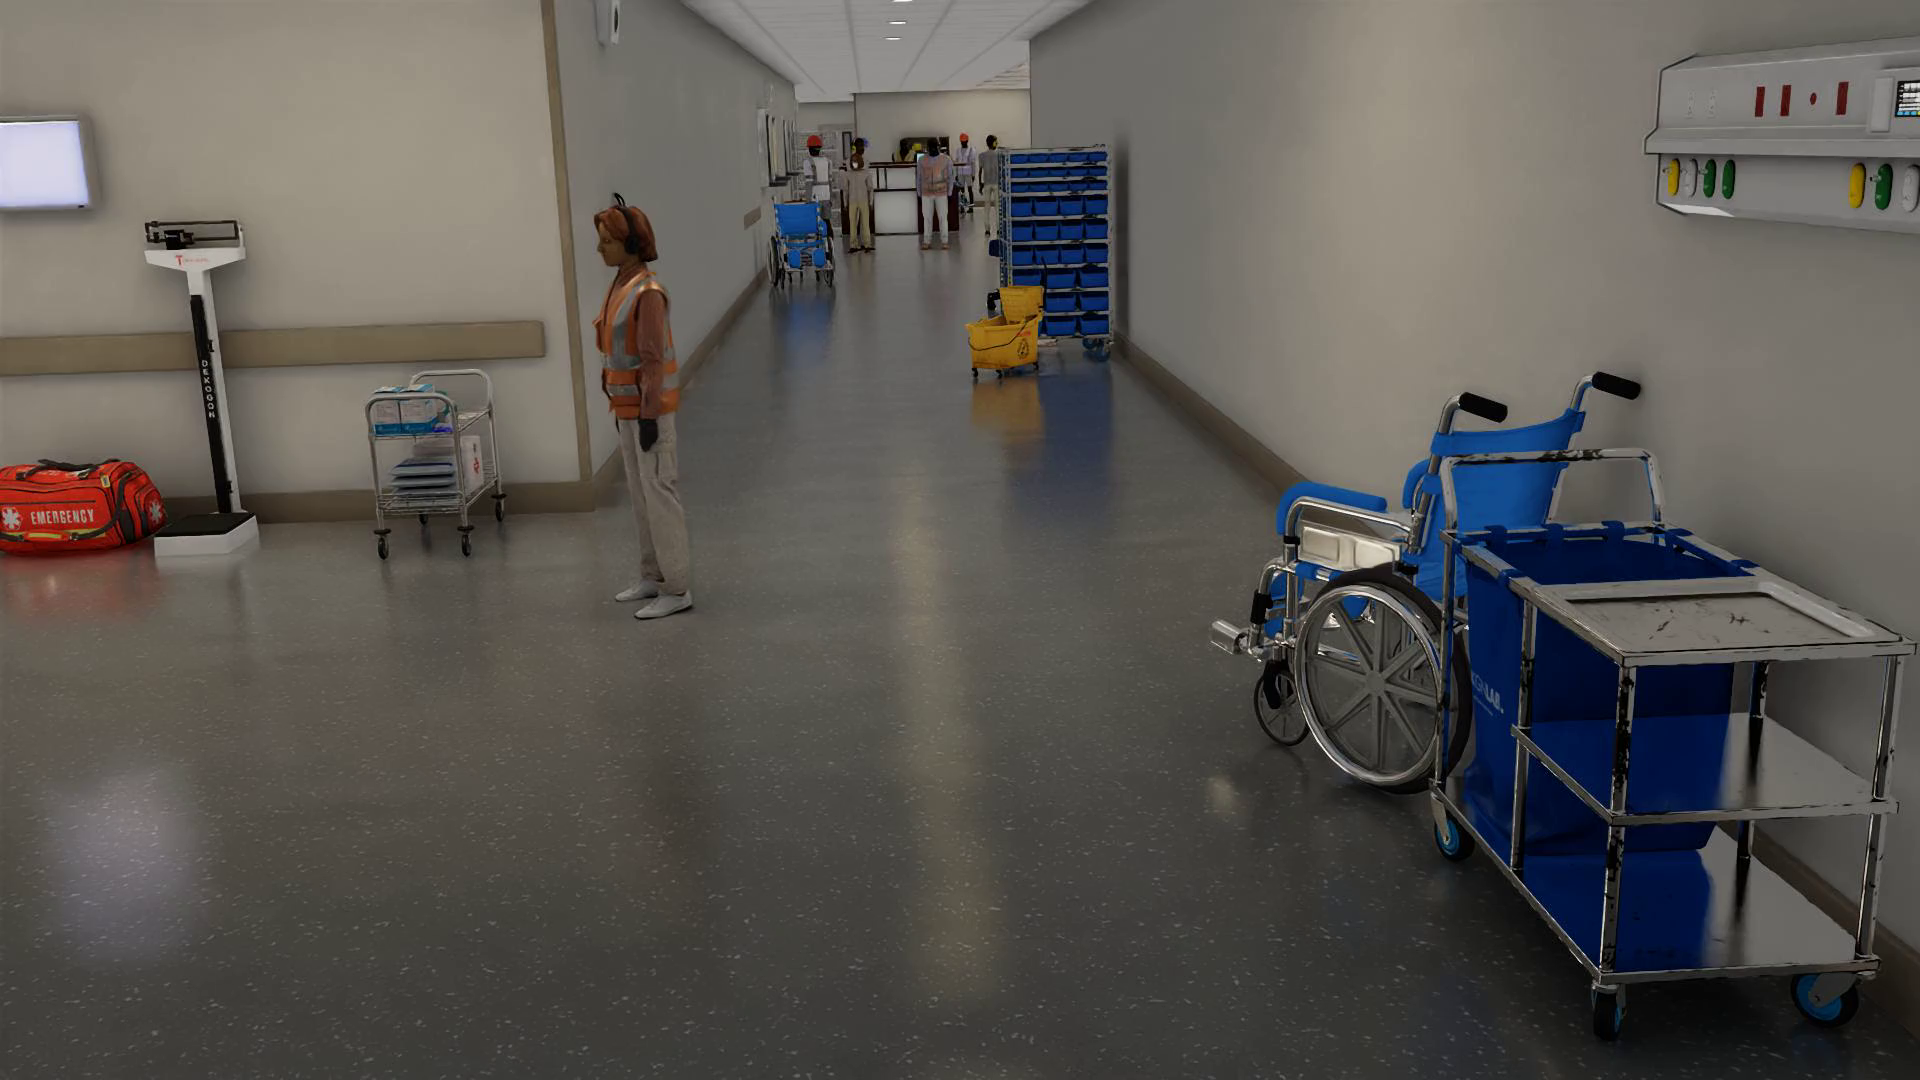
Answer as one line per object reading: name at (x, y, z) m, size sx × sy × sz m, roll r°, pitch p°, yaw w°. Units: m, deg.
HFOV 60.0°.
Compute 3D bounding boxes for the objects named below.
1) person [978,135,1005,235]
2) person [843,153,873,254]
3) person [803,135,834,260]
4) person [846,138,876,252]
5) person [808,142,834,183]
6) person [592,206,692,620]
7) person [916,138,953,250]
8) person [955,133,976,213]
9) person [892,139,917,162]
person at (0.606, -6.666, 31.283) m, size 0.532 × 1.863 × 0.319 m, roll 2°, pitch 14°, yaw 15°
person at (-1.670, -5.538, 27.393) m, size 0.507 × 1.632 × 0.265 m, roll 1°, pitch 14°, yaw 9°
person at (-2.243, -5.382, 26.183) m, size 0.379 × 1.938 × 0.547 m, roll 12°, pitch 19°, yaw 44°
person at (-1.670, -5.798, 27.957) m, size 0.328 × 1.876 × 0.513 m, roll 11°, pitch 18°, yaw 41°
person at (-3.613, -9.355, 42.779) m, size 0.598 × 1.911 × 1.001 m, roll 4°, pitch 15°, yaw 23°
person at (-1.274, -0.507, 6.674) m, size 0.309 × 1.634 × 0.513 m, roll -8°, pitch 15°, yaw -25°
person at (-0.421, -5.776, 27.794) m, size 0.626 × 1.844 × 0.429 m, roll 0°, pitch 14°, yaw 9°
person at (0.126, -8.959, 40.627) m, size 0.545 × 1.929 × 0.390 m, roll 5°, pitch 15°, yaw 27°
person at (-1.258, -8.262, 38.137) m, size 0.619 × 1.835 × 0.430 m, roll 1°, pitch 14°, yaw 11°
